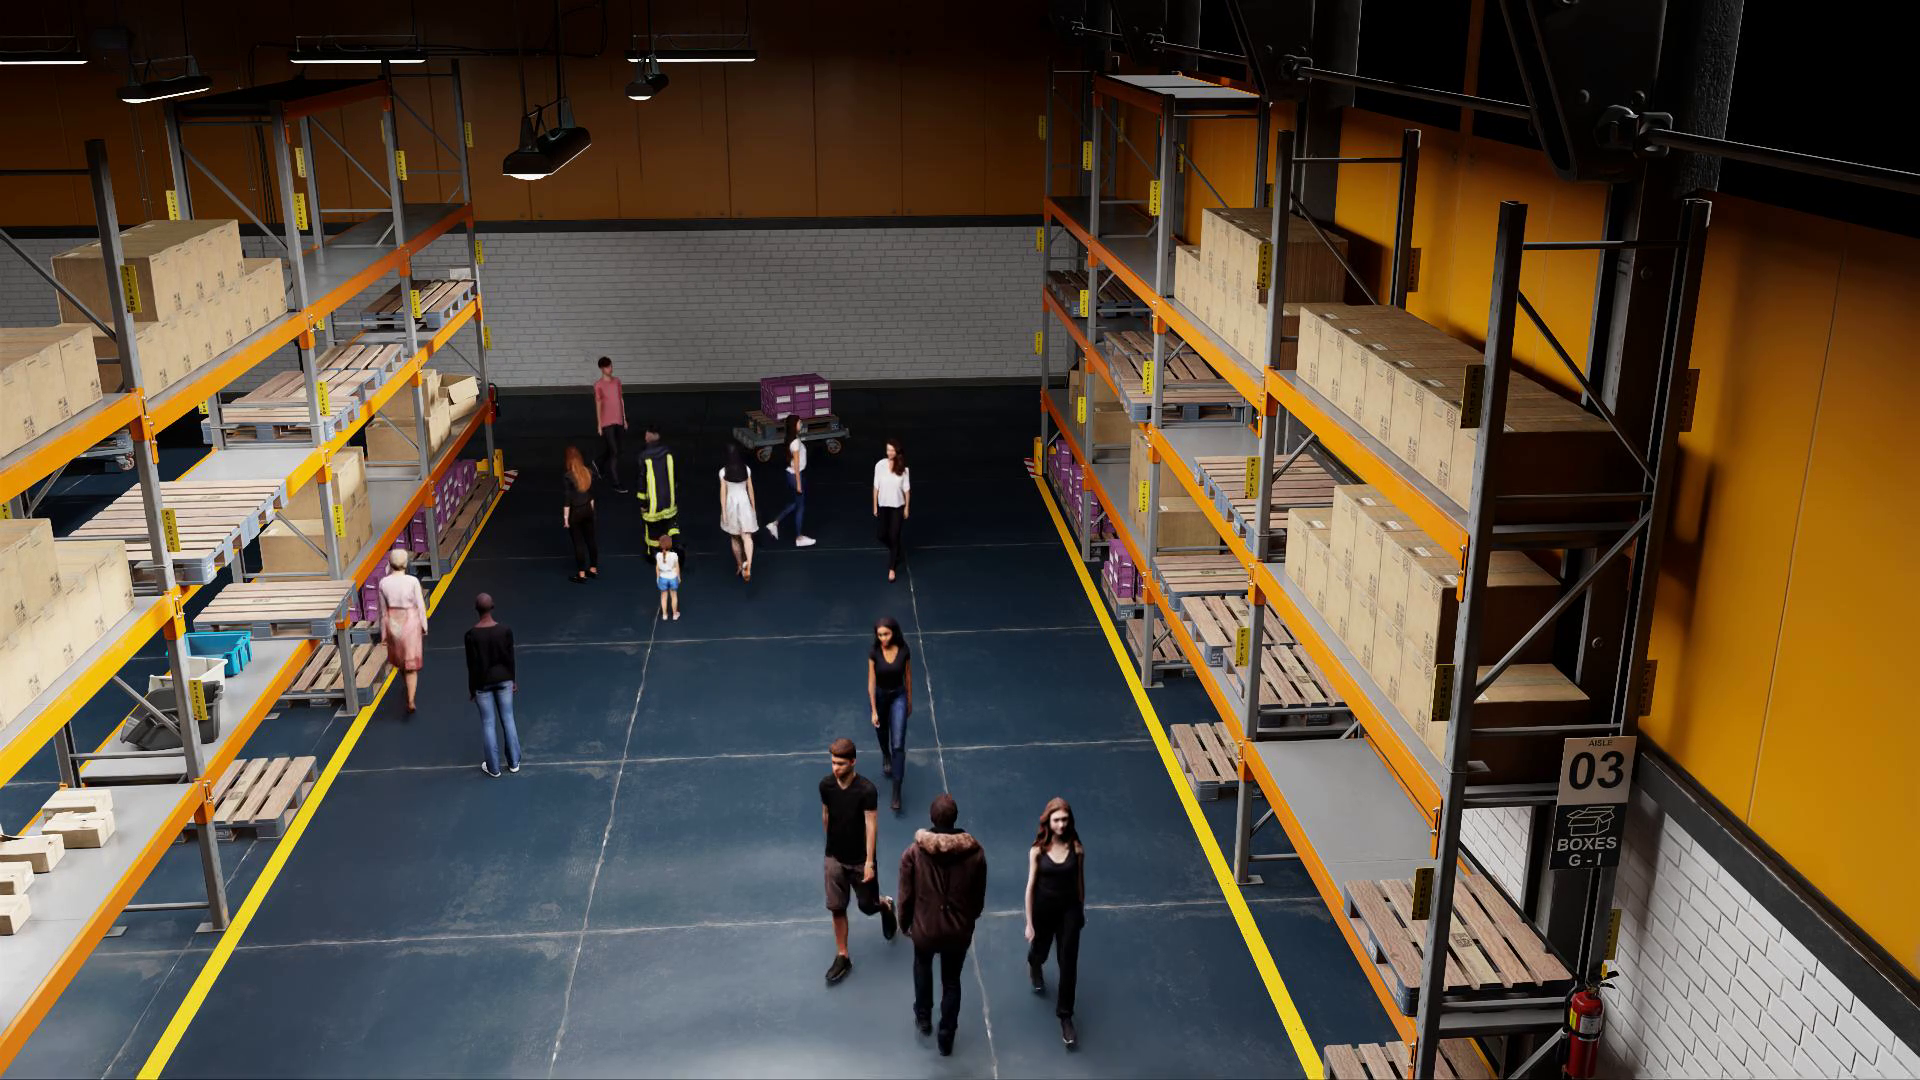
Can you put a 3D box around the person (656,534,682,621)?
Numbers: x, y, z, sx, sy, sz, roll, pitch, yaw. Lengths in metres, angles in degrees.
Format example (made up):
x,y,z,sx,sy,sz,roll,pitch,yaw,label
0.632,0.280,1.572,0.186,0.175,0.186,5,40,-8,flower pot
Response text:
x,y,z,sx,sy,sz,roll,pitch,yaw,label
-3.348,0.423,19.080,0.445,1.022,0.456,1,19,3,person

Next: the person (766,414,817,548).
x,y,z,sx,sy,sz,roll,pitch,yaw,label
-2.206,-0.752,21.406,0.766,1.765,0.860,-5,19,-15,person

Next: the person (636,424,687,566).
x,y,z,sx,sy,sz,roll,pitch,yaw,label
-3.708,-0.535,20.643,1.009,1.839,1.112,-13,23,-35,person

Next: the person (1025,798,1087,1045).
x,y,z,sx,sy,sz,roll,pitch,yaw,label
0.640,2.562,11.650,0.651,1.711,1.145,-3,19,-8,person

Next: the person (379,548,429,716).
x,y,z,sx,sy,sz,roll,pitch,yaw,label
-5.532,0.946,16.555,0.645,1.643,1.096,-3,19,-9,person

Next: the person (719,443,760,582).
x,y,z,sx,sy,sz,roll,pitch,yaw,label
-2.658,-0.273,20.015,0.755,1.744,1.133,-5,19,-16,person

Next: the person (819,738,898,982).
x,y,z,sx,sy,sz,roll,pitch,yaw,label
-0.745,2.288,12.255,0.973,1.842,1.168,8,20,23,person

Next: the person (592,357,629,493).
x,y,z,sx,sy,sz,roll,pitch,yaw,label
-5.060,-1.673,23.865,1.086,1.940,1.058,14,23,35,person

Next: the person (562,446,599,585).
x,y,z,sx,sy,sz,roll,pitch,yaw,label
-4.599,-0.318,20.203,0.741,1.708,0.681,15,24,38,person

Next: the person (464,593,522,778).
x,y,z,sx,sy,sz,roll,pitch,yaw,label
-4.294,1.321,15.277,0.675,1.747,0.678,-10,21,-28,person

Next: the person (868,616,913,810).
x,y,z,sx,sy,sz,roll,pitch,yaw,label
-0.660,1.467,14.947,0.541,1.680,1.235,-2,19,-6,person

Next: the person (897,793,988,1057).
x,y,z,sx,sy,sz,roll,pitch,yaw,label
-0.118,2.643,11.236,0.776,1.821,0.745,0,19,0,person

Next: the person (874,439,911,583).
x,y,z,sx,sy,sz,roll,pitch,yaw,label
-0.821,-0.389,20.314,0.754,1.773,0.971,3,19,10,person
